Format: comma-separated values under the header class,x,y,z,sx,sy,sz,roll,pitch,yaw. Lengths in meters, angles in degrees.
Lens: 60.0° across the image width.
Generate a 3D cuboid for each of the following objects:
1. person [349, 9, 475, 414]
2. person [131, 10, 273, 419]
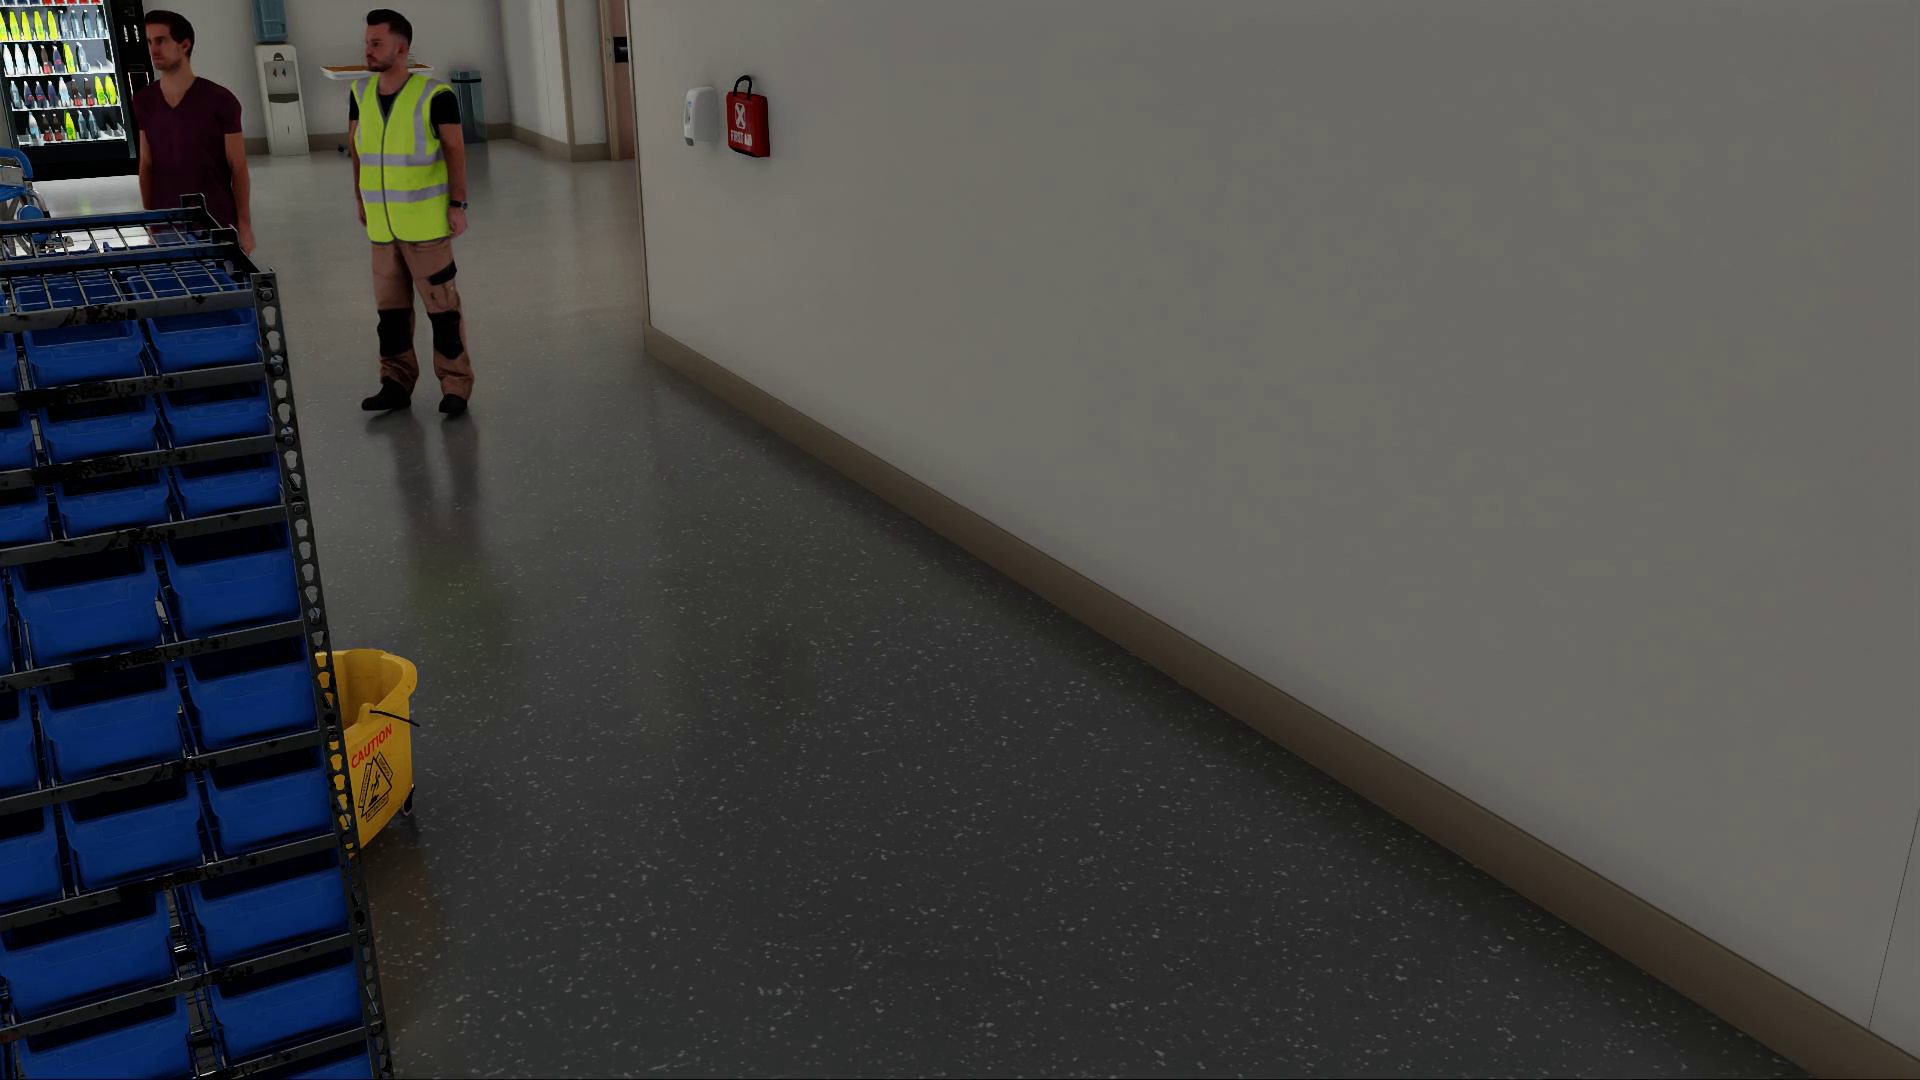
class,x,y,z,sx,sy,sz,roll,pitch,yaw
person,-2.545,-1.495,7.672,0.853,1.845,0.919,3,21,9
person,-3.394,-1.409,7.431,0.697,1.854,0.800,2,21,5
